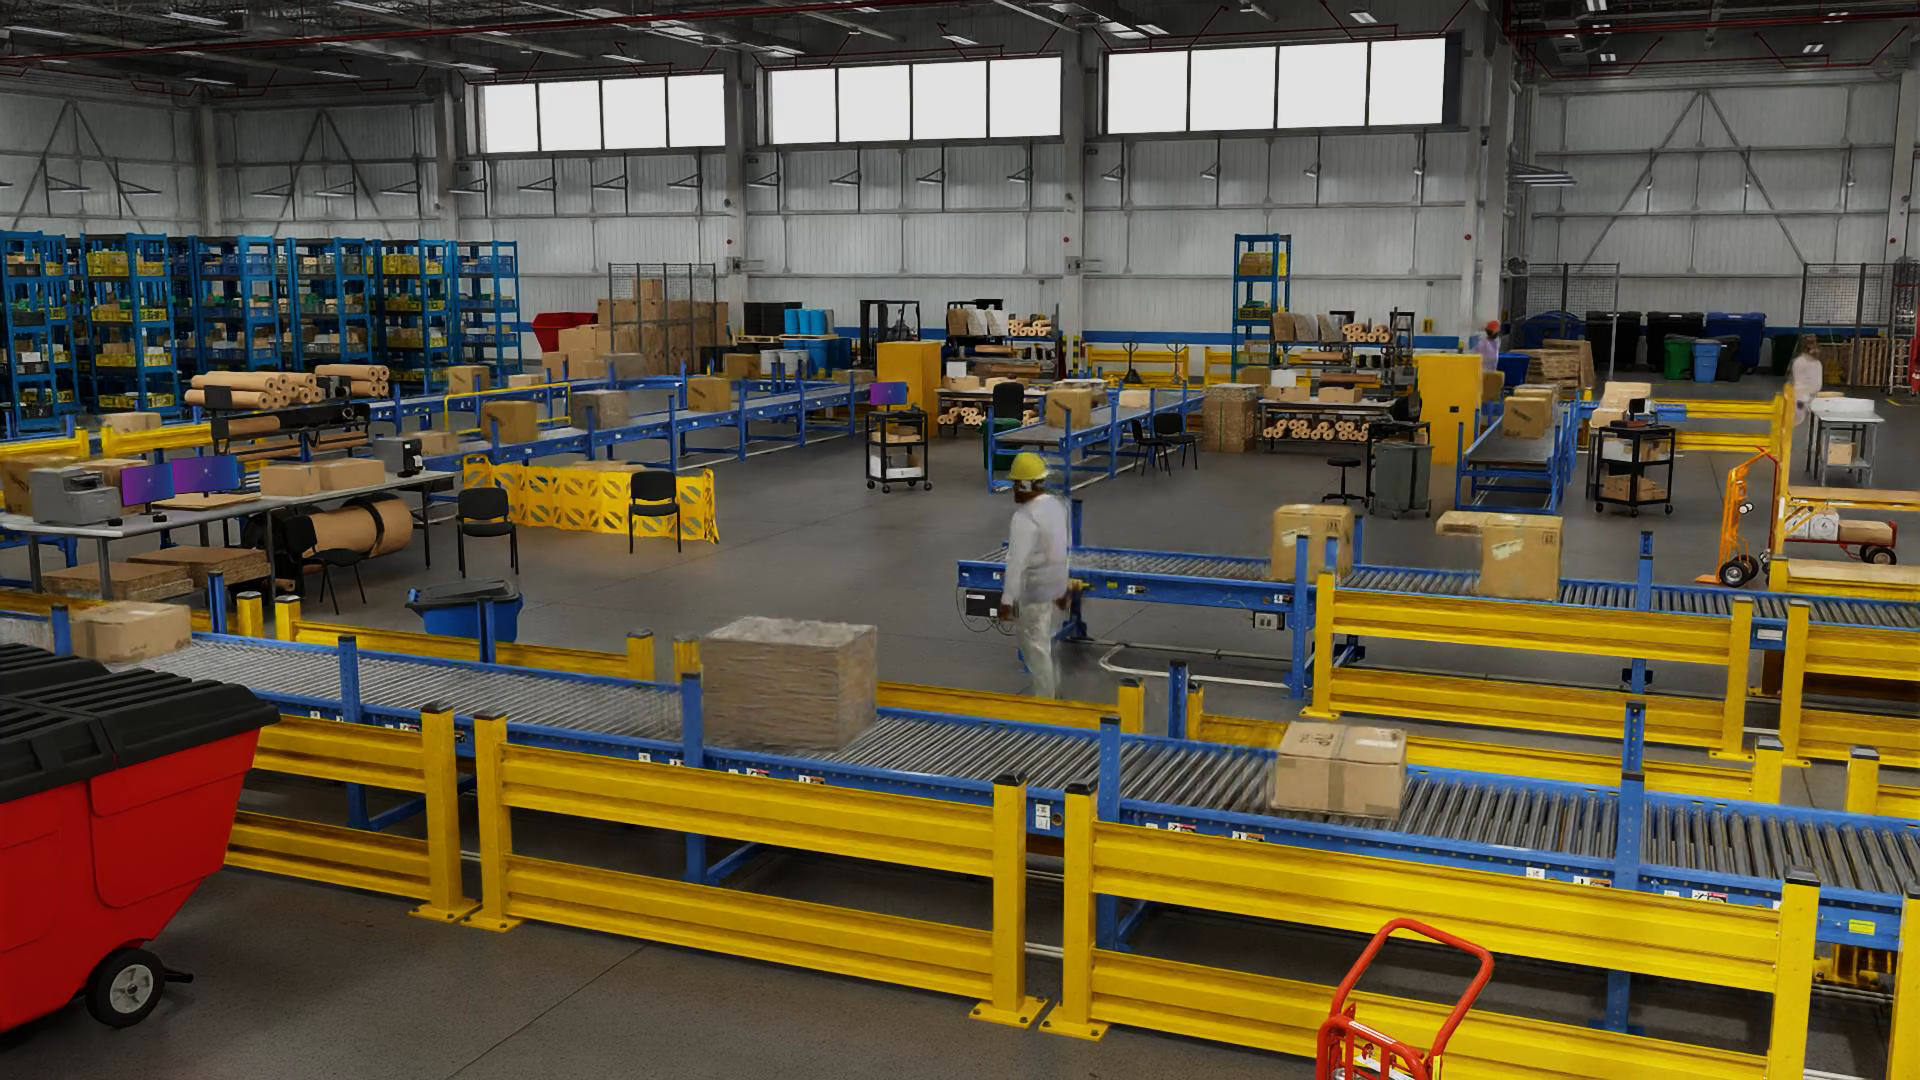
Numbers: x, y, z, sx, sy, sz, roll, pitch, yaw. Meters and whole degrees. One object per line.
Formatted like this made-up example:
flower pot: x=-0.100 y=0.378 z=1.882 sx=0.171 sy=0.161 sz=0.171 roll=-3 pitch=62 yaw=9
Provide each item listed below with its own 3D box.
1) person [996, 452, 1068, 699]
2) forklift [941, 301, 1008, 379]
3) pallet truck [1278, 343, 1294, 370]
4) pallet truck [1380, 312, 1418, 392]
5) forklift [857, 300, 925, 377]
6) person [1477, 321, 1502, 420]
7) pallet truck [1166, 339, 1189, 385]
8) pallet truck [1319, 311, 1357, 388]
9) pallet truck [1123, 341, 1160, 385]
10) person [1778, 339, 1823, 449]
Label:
person: x=0.480 y=0.328 z=10.985 sx=0.454 sy=1.813 sz=0.613 roll=4 pitch=10 yaw=24
forklift: x=0.365 y=-4.966 z=41.571 sx=1.157 sy=1.987 sz=2.680 roll=3 pitch=10 yaw=20
pallet truck: x=7.886 y=-4.163 z=39.743 sx=0.653 sy=1.274 sz=1.630 roll=4 pitch=10 yaw=22
pallet truck: x=10.207 y=-4.283 z=38.369 sx=0.823 sy=1.965 sz=1.885 roll=3 pitch=10 yaw=20
forklift: x=-1.732 y=-5.109 z=42.468 sx=1.157 sy=1.987 sz=2.680 roll=4 pitch=10 yaw=22
person: x=10.100 y=-3.220 z=31.953 sx=0.627 sy=1.999 sz=1.047 roll=-7 pitch=11 yaw=-35
pallet truck: x=5.418 y=-4.269 z=40.420 sx=0.704 sy=1.261 sz=1.522 roll=3 pitch=10 yaw=20
pallet truck: x=9.071 y=-4.419 z=39.190 sx=0.823 sy=1.965 sz=1.885 roll=5 pitch=10 yaw=26
pallet truck: x=4.445 y=-4.380 z=41.279 sx=0.680 sy=1.201 sz=1.601 roll=4 pitch=10 yaw=22
person: x=13.632 y=-2.322 z=26.887 sx=0.658 sy=1.872 sz=0.854 roll=-6 pitch=11 yaw=-32
